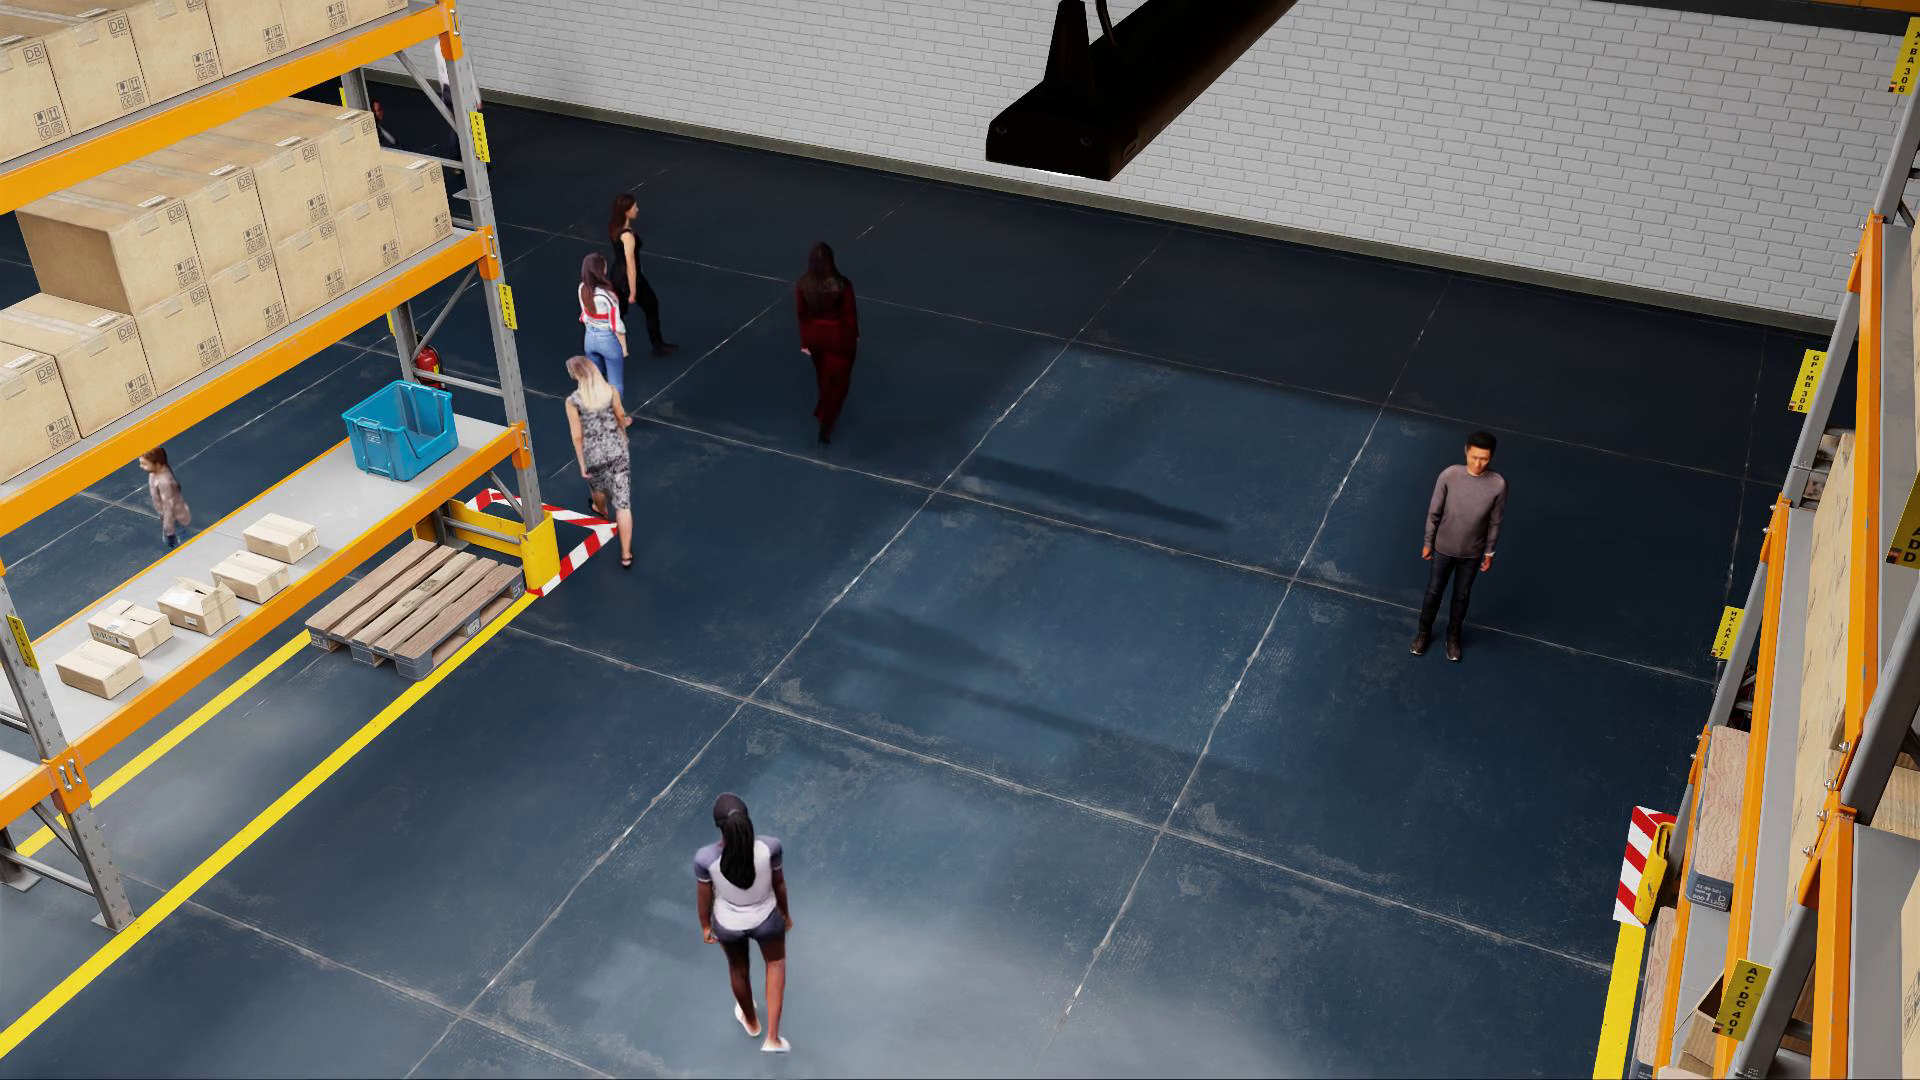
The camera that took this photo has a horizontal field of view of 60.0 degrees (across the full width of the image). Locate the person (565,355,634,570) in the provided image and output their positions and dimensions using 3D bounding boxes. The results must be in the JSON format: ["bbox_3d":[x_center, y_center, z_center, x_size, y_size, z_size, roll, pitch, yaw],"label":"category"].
[{"bbox_3d":[-2.621,-0.533,12.350,1.136,1.641,1.164,-12,36,-18],"label":"person"}]

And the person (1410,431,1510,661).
[{"bbox_3d":[3.426,0.031,11.389,0.665,1.765,0.568,11,35,16],"label":"person"}]

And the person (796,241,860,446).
[{"bbox_3d":[-1.107,-1.610,13.892,0.776,1.727,1.112,9,35,13],"label":"person"}]

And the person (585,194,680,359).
[{"bbox_3d":[-3.070,-2.292,14.989,1.221,1.650,0.984,-23,40,-30],"label":"person"}]

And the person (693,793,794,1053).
[{"bbox_3d":[-1.074,2.003,8.469,0.882,1.713,0.969,-7,34,-10],"label":"person"}]

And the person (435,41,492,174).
[{"bbox_3d":[-5.726,-5.063,18.967,0.632,1.860,0.600,13,36,18],"label":"person"}]

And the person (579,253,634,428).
[{"bbox_3d":[-3.030,-1.674,14.097,0.604,1.607,0.517,16,37,23],"label":"person"}]

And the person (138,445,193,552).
[{"bbox_3d":[-5.765,-0.215,12.281,0.632,1.187,0.597,-21,39,-28],"label":"person"}]
